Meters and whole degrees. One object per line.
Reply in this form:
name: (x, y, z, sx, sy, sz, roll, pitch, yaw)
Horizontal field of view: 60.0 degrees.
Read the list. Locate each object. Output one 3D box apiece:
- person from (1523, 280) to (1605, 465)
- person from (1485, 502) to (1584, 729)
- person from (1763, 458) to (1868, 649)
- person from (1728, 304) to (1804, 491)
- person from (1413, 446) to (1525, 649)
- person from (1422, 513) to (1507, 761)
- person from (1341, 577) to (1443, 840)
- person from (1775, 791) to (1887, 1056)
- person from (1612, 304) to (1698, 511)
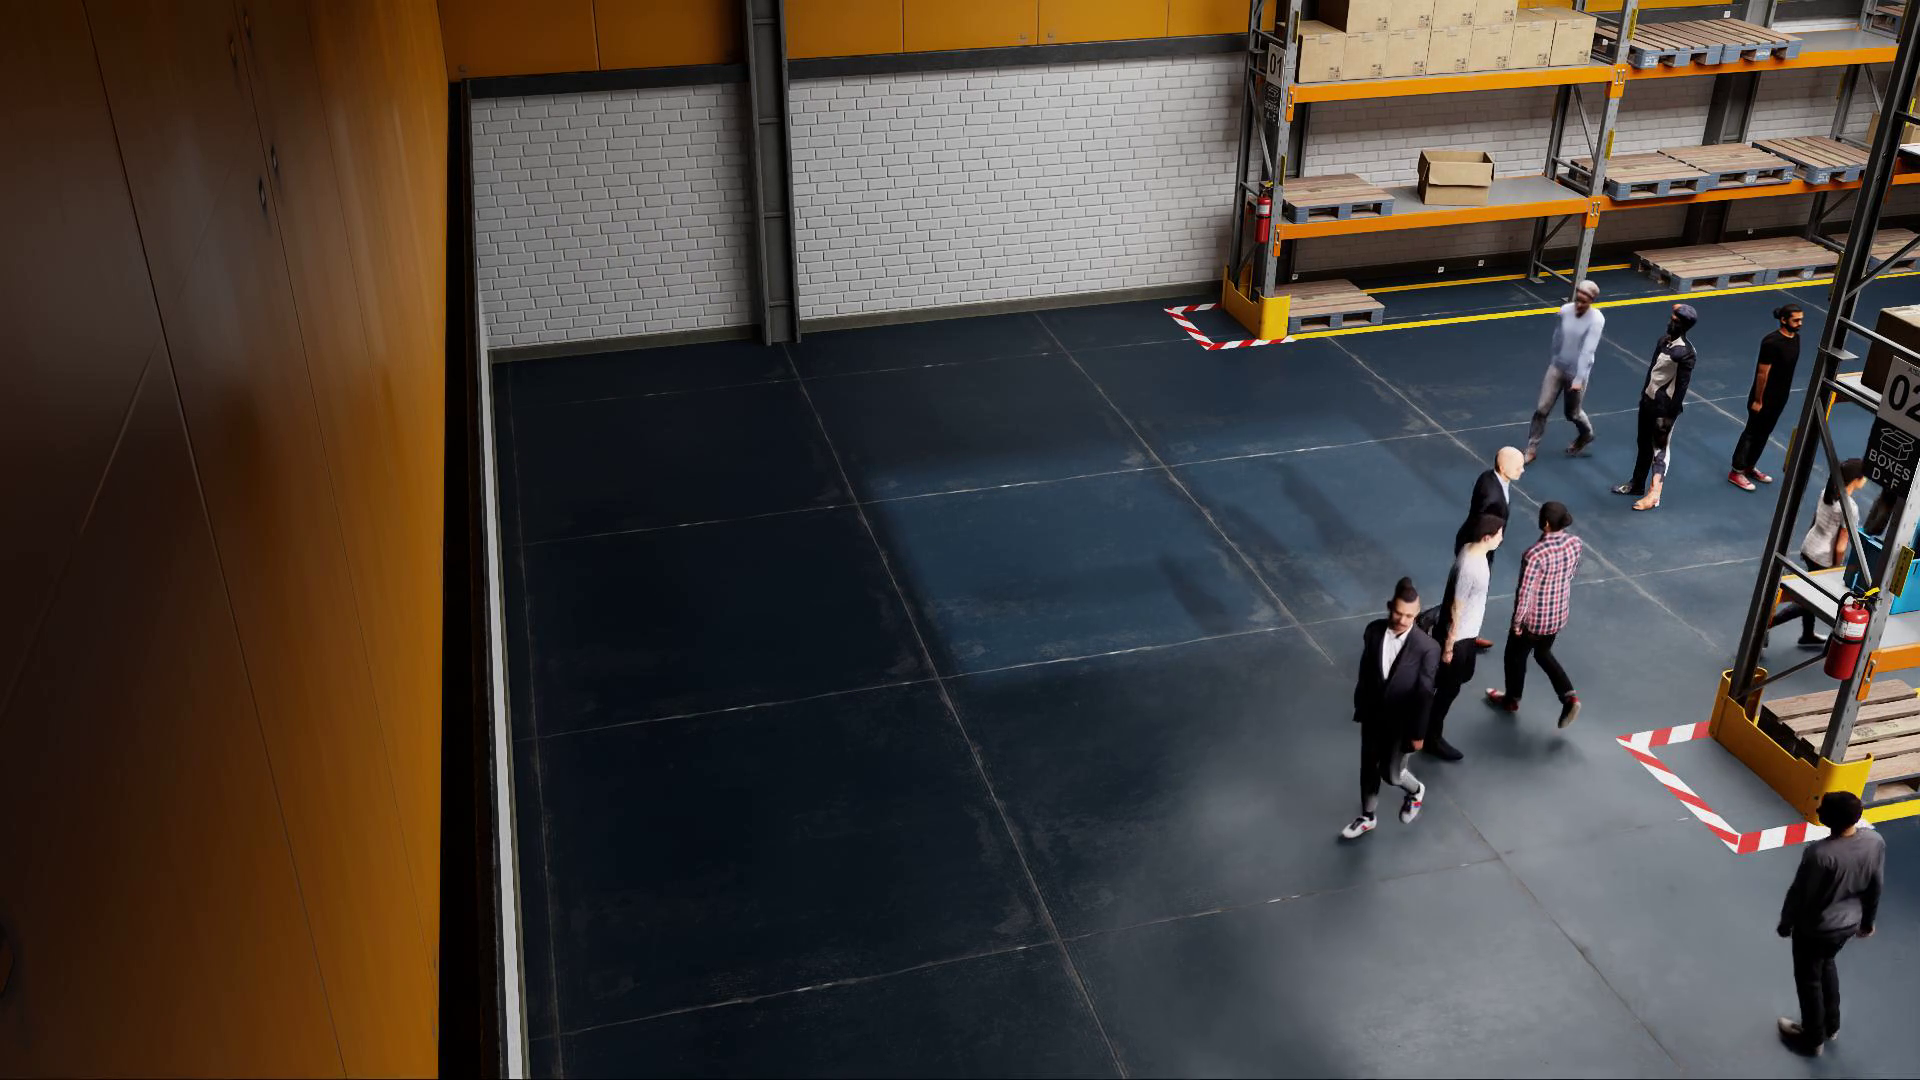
person: (5.755, -1.560, 15.539, 1.181, 1.852, 0.953, -19, 34, -30)
person: (4.167, 0.551, 11.785, 0.985, 1.742, 0.900, -14, 32, -24)
person: (6.482, 0.146, 12.658, 0.985, 1.616, 0.679, -3, 29, -5)
person: (7.404, -1.333, 15.222, 0.613, 1.757, 0.762, -20, 35, -32)
person: (3.854, 0.080, 12.614, 1.064, 1.774, 0.969, 7, 29, 13)
person: (3.370, 0.618, 11.554, 1.031, 1.846, 0.970, 17, 33, 28)
person: (2.841, 1.051, 10.655, 1.005, 1.946, 0.920, -24, 36, -36)
person: (4.723, 2.084, 8.988, 0.499, 1.729, 0.777, -2, 29, -4)
person: (6.258, -1.205, 14.839, 0.607, 1.898, 0.695, -4, 29, -8)
